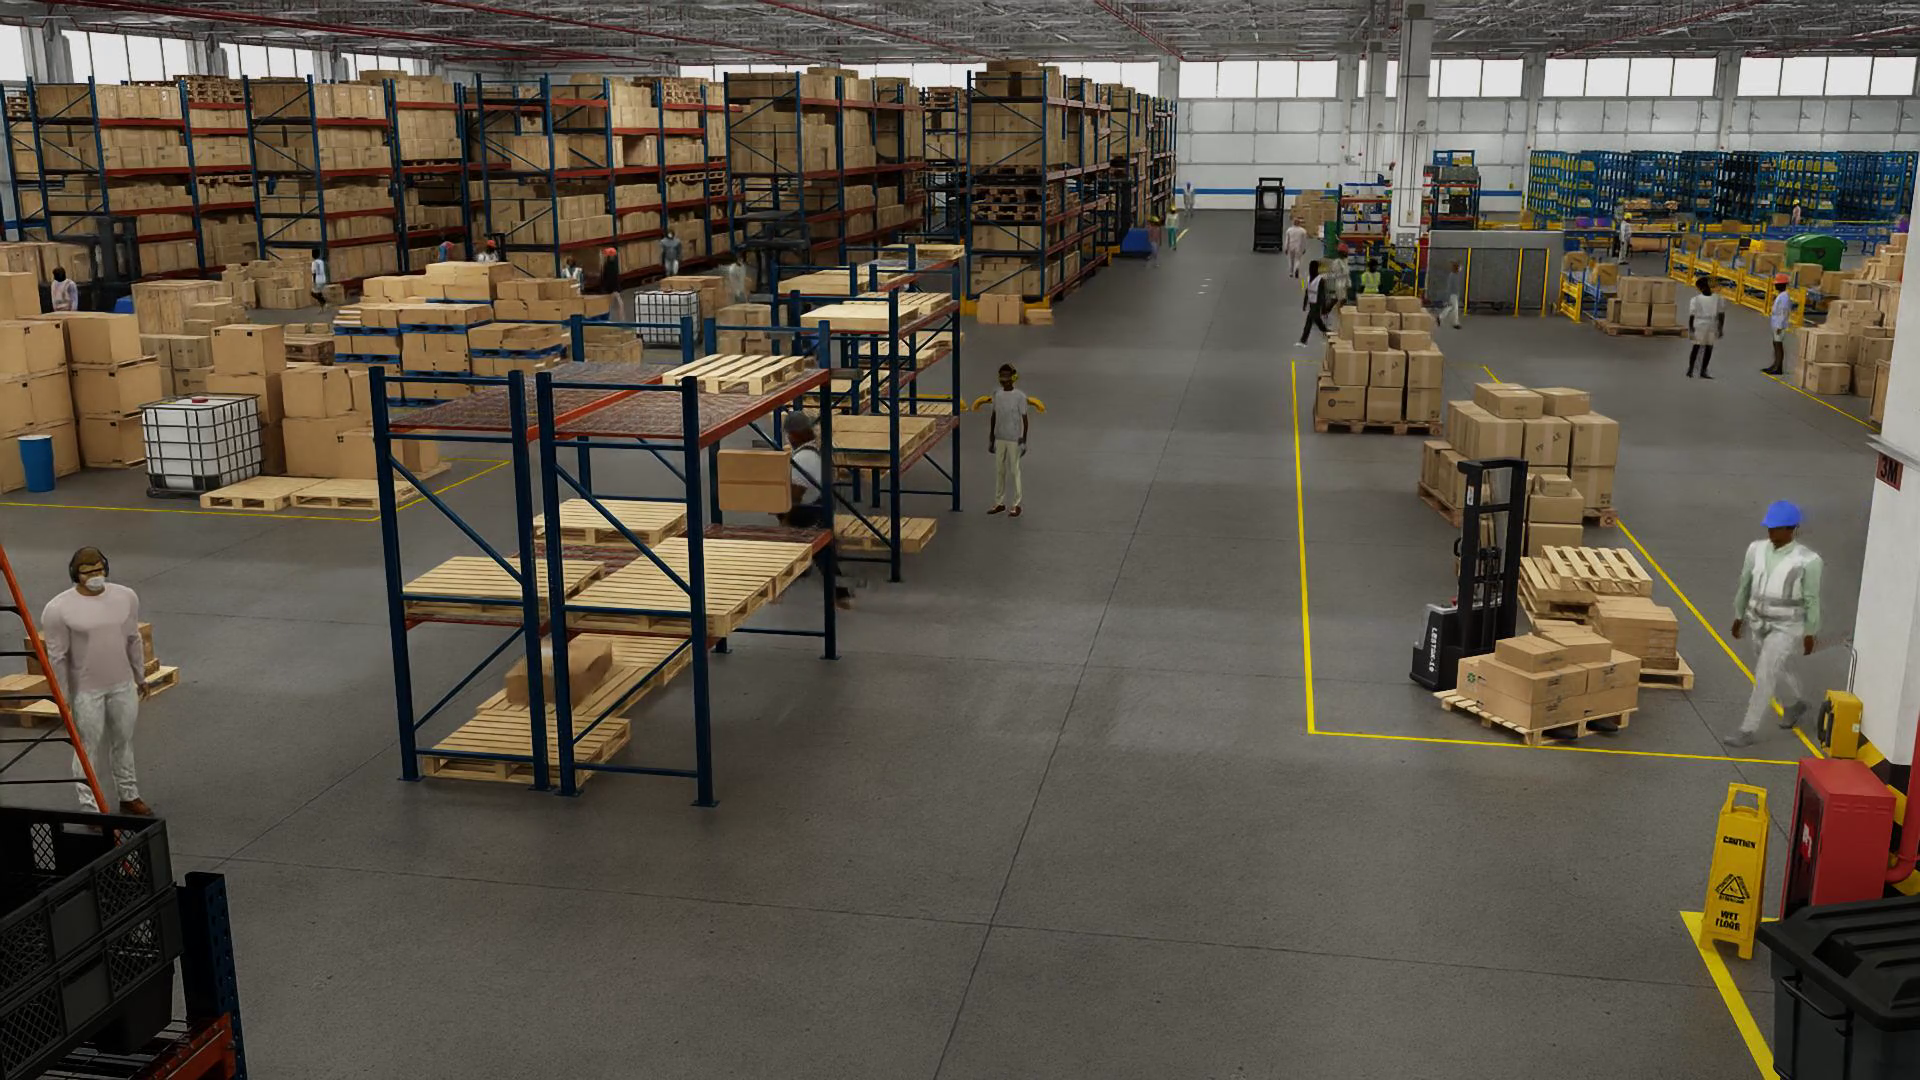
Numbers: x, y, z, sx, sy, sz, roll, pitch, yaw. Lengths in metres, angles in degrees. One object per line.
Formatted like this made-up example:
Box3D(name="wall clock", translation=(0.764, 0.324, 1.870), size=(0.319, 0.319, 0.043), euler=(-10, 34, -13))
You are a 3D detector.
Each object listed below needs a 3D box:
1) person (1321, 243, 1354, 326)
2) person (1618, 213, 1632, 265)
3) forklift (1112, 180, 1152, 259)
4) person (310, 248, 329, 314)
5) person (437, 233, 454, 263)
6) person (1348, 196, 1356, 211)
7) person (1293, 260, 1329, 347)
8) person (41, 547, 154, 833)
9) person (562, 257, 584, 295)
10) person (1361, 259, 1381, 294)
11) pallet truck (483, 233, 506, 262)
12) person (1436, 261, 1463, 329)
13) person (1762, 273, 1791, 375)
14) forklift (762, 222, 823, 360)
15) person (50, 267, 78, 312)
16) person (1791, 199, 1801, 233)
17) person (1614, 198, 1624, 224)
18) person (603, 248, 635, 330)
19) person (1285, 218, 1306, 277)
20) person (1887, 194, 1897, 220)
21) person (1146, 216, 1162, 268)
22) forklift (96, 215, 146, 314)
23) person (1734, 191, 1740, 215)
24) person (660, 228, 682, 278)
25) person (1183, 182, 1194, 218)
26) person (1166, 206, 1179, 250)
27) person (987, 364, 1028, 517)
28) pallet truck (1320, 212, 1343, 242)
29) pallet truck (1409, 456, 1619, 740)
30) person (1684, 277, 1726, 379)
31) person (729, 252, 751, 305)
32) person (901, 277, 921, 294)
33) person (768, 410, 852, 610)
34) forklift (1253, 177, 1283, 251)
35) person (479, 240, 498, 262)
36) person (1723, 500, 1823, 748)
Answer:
Box3D(name="person", translation=(9.099, -6.096, 39.797), size=(1.044, 1.997, 0.629), euler=(9, 16, 31))
Box3D(name="person", translation=(23.216, -10.508, 58.058), size=(0.403, 1.818, 0.601), euler=(9, 16, 31))
Box3D(name="forklift", translation=(6.082, -11.722, 60.796), size=(1.873, 2.768, 1.129), euler=(2, 14, 9))
Box3D(name="person", translation=(-16.368, -6.591, 42.421), size=(0.378, 1.681, 0.551), euler=(1, 14, 5))
Box3D(name="person", translation=(-14.376, -7.669, 46.509), size=(0.429, 1.837, 0.630), euler=(2, 14, 8))
Box3D(name="person", translation=(19.587, -16.536, 82.933), size=(0.529, 1.627, 0.321), euler=(2, 14, 8))
Box3D(name="person", translation=(7.765, -5.160, 36.240), size=(0.993, 1.877, 0.610), euler=(-4, 14, -16))
Box3D(name="person", translation=(-5.751, 0.982, 11.155), size=(0.372, 1.939, 0.629), euler=(10, 17, 35))
Box3D(name="person", translation=(-9.344, -6.018, 40.213), size=(0.528, 1.630, 0.314), euler=(-1, 14, -2))
Box3D(name="person", translation=(9.606, -5.750, 39.010), size=(0.543, 1.687, 0.592), euler=(-6, 15, -23))
Box3D(name="pallet truck", translation=(-11.832, -7.026, 43.548), size=(1.885, 1.965, 0.823), euler=(8, 16, 28))
Box3D(name="person", translation=(11.658, -5.817, 39.456), size=(0.714, 1.615, 0.504), euler=(12, 19, 41))
Box3D(name="person", translation=(15.741, -4.158, 32.027), size=(0.373, 1.934, 0.551), euler=(4, 14, 17))
Box3D(name="forklift", translation=(-3.425, -4.948, 33.291), size=(1.129, 2.768, 1.873), euler=(3, 14, 10))
Box3D(name="person", translation=(-18.701, -4.772, 34.731), size=(0.620, 1.837, 0.429), euler=(5, 15, 20))
Box3D(name="person", translation=(35.358, -13.524, 70.419), size=(0.320, 1.763, 0.522), euler=(0, 14, -1))
Box3D(name="person", translation=(28.553, -13.901, 71.901), size=(0.931, 1.796, 0.582), euler=(3, 14, 12))
Box3D(name="person", translation=(-8.210, -5.859, 38.921), size=(1.015, 1.952, 0.610), euler=(-7, 15, -26))
Box3D(name="person", translation=(10.727, -9.332, 53.157), size=(0.652, 1.887, 0.709), euler=(4, 14, 14))
Box3D(name="person", translation=(43.888, -15.600, 78.409), size=(0.445, 1.978, 0.616), euler=(3, 14, 10))
Box3D(name="person", translation=(6.646, -10.239, 57.091), size=(0.527, 1.747, 0.657), euler=(-11, 18, -38))
Box3D(name="forklift", translation=(-18.052, -5.604, 35.954), size=(1.873, 2.768, 1.129), euler=(3, 14, 10))
Box3D(name="person", translation=(37.199, -15.939, 79.786), size=(0.674, 1.979, 0.764), euler=(-8, 16, -28))
Box3D(name="person", translation=(-8.255, -7.980, 47.598), size=(0.640, 1.916, 0.833), euler=(-2, 14, -8))
Box3D(name="person", translation=(12.310, -18.272, 89.402), size=(0.605, 1.913, 0.898), euler=(4, 14, 16))
Box3D(name="person", translation=(8.348, -12.256, 65.364), size=(0.528, 1.719, 0.921), euler=(1, 14, 6))
Box3D(name="person", translation=(0.575, -1.209, 20.195), size=(0.532, 1.869, 0.311), euler=(8, 16, 30))
Box3D(name="pallet truck", translation=(15.874, -13.227, 70.310), size=(0.680, 1.201, 1.601), euler=(10, 17, 35))
Box3D(name="pallet truck", translation=(4.504, 0.400, 13.395), size=(0.823, 1.965, 1.885), euler=(-6, 15, -23))
Box3D(name="person", translation=(14.088, -3.996, 31.423), size=(0.660, 1.929, 0.412), euler=(2, 14, 7))
Box3D(name="person", translation=(-4.988, -5.649, 38.186), size=(1.001, 1.883, 0.646), euler=(7, 16, 28))
Box3D(name="person", translation=(-1.238, -6.519, 42.305), size=(0.815, 1.586, 0.589), euler=(9, 17, 33))
Box3D(name="person", translation=(-1.547, -0.316, 16.215), size=(1.060, 2.000, 0.687), euler=(0, 14, 0))
Box3D(name="forklift", translation=(12.083, -12.747, 64.956), size=(1.129, 2.768, 1.873), euler=(3, 14, 10))
Box3D(name="person", translation=(-11.984, -6.697, 42.411), size=(0.431, 1.899, 0.582), euler=(12, 19, 41))
Box3D(name="person", translation=(6.286, 0.609, 12.748), size=(0.952, 1.912, 0.624), euler=(-7, 15, -26))
